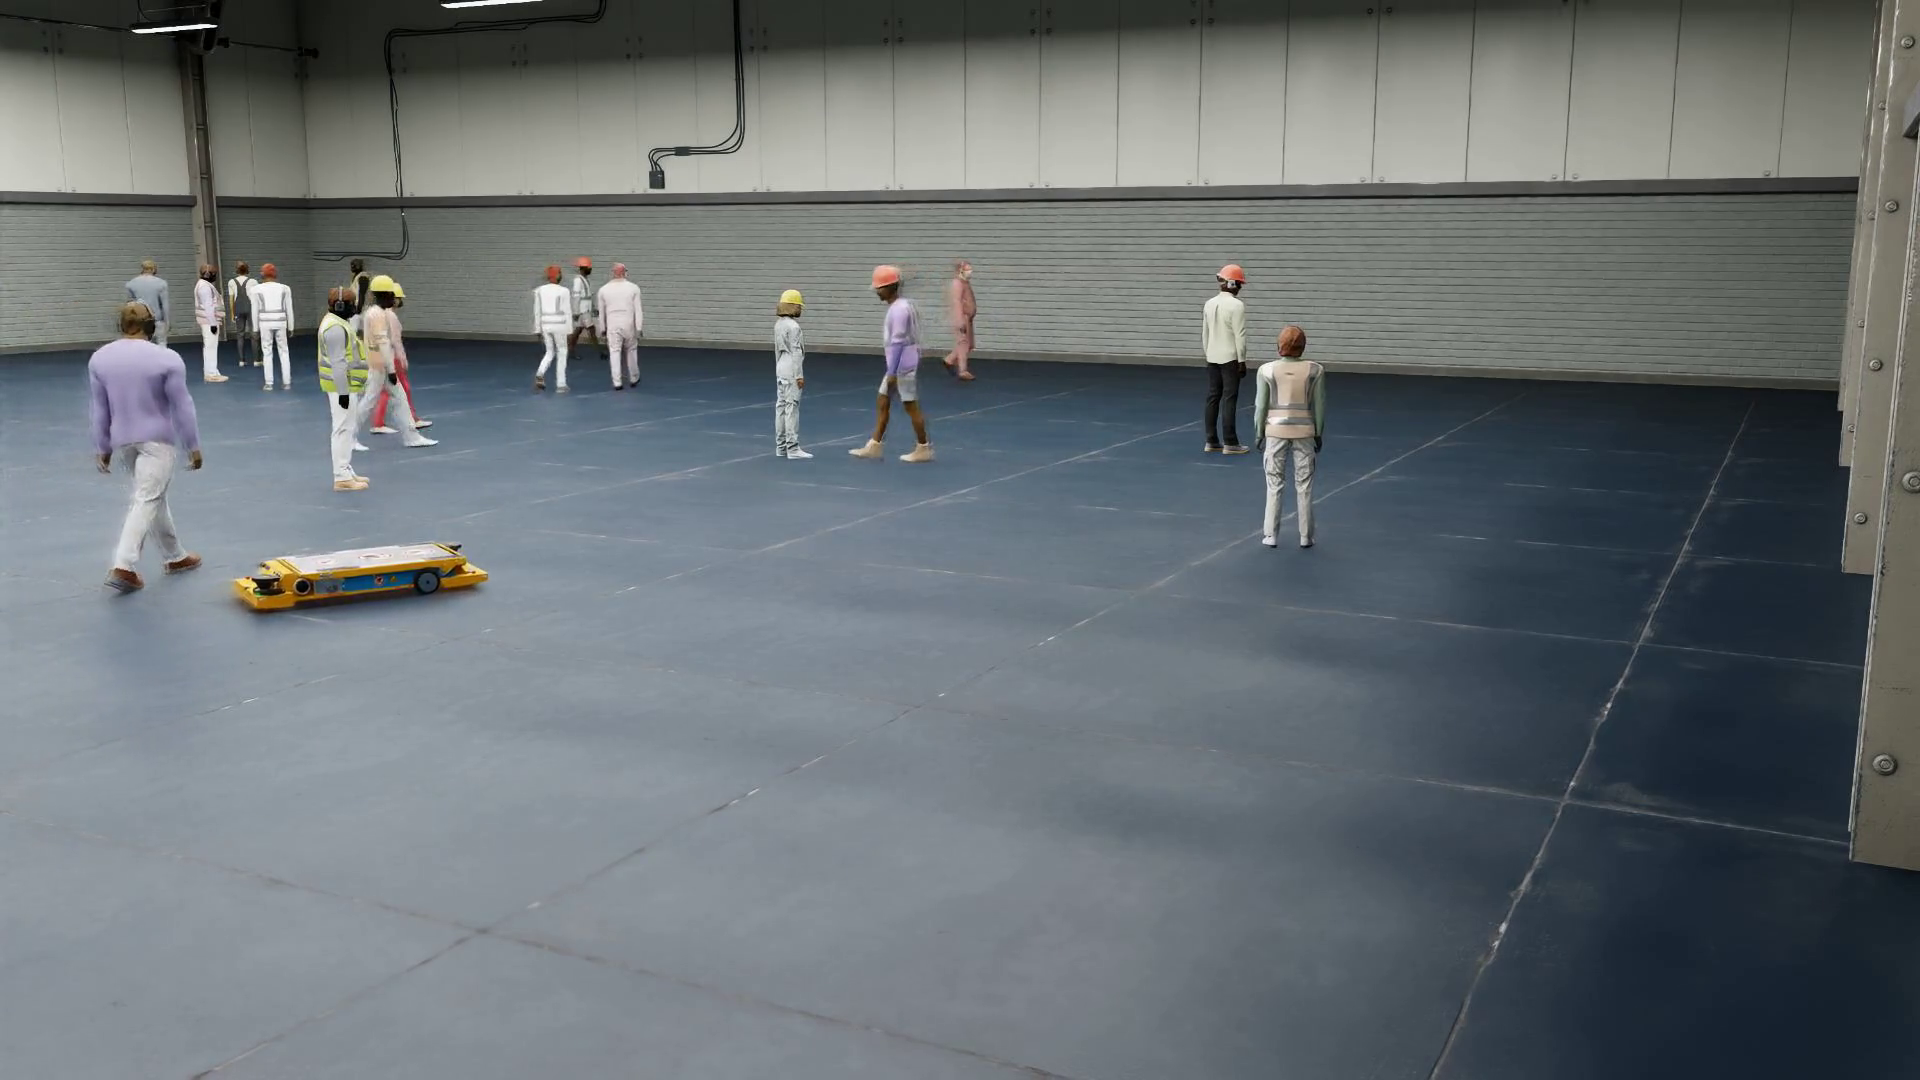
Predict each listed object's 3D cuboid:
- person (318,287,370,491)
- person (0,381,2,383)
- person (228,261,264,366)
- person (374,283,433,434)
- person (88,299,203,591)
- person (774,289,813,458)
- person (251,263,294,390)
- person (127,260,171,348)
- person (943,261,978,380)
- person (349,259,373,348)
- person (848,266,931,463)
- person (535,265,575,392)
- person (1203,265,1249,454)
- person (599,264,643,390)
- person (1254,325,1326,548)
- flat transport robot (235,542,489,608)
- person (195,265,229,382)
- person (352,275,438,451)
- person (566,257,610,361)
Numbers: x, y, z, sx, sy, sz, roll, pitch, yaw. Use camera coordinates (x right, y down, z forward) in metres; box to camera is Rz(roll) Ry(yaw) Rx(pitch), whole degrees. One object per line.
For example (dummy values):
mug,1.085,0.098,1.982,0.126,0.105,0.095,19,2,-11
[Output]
person,-5.573,-1.368,15.077,0.428,1.835,0.627,-3,11,-18
person,-15.128,-3.218,25.572,0.540,1.683,0.493,7,13,34
person,-12.530,-3.965,29.194,0.513,1.846,0.335,-2,11,-9
person,-6.497,-2.105,19.349,0.805,1.733,0.560,-6,12,-28
person,-5.361,-0.634,10.929,0.649,1.894,1.025,2,11,9
person,-1.743,-1.715,17.215,0.302,1.742,0.486,-6,12,-31
person,-10.217,-3.163,24.739,0.582,1.880,0.377,-7,12,-32
person,-12.816,-3.476,26.376,0.676,1.903,0.802,-2,11,-9
person,0.015,-3.494,26.507,0.518,1.892,0.649,2,11,12
person,-12.082,-4.677,33.162,0.848,1.811,0.654,-7,12,-33
person,-0.723,-1.734,16.657,0.954,1.981,0.674,-2,11,-9
person,-5.938,-3.067,24.243,0.574,1.868,0.554,4,11,20
person,2.822,-1.906,17.585,0.391,1.986,0.609,-6,12,-31
person,-5.062,-3.194,24.947,0.672,1.854,1.005,0,10,0
person,2.422,-0.752,12.235,0.513,1.642,0.313,2,11,8
flat transport robot,-3.854,0.209,10.733,1.431,0.197,0.652,-7,13,-34
person,-11.826,-3.404,26.222,0.486,1.847,0.635,-6,12,-28
person,-6.208,-1.888,17.804,1.004,1.879,0.607,-3,11,-16
person,-6.828,-4.233,30.543,0.979,1.882,0.555,0,10,0
